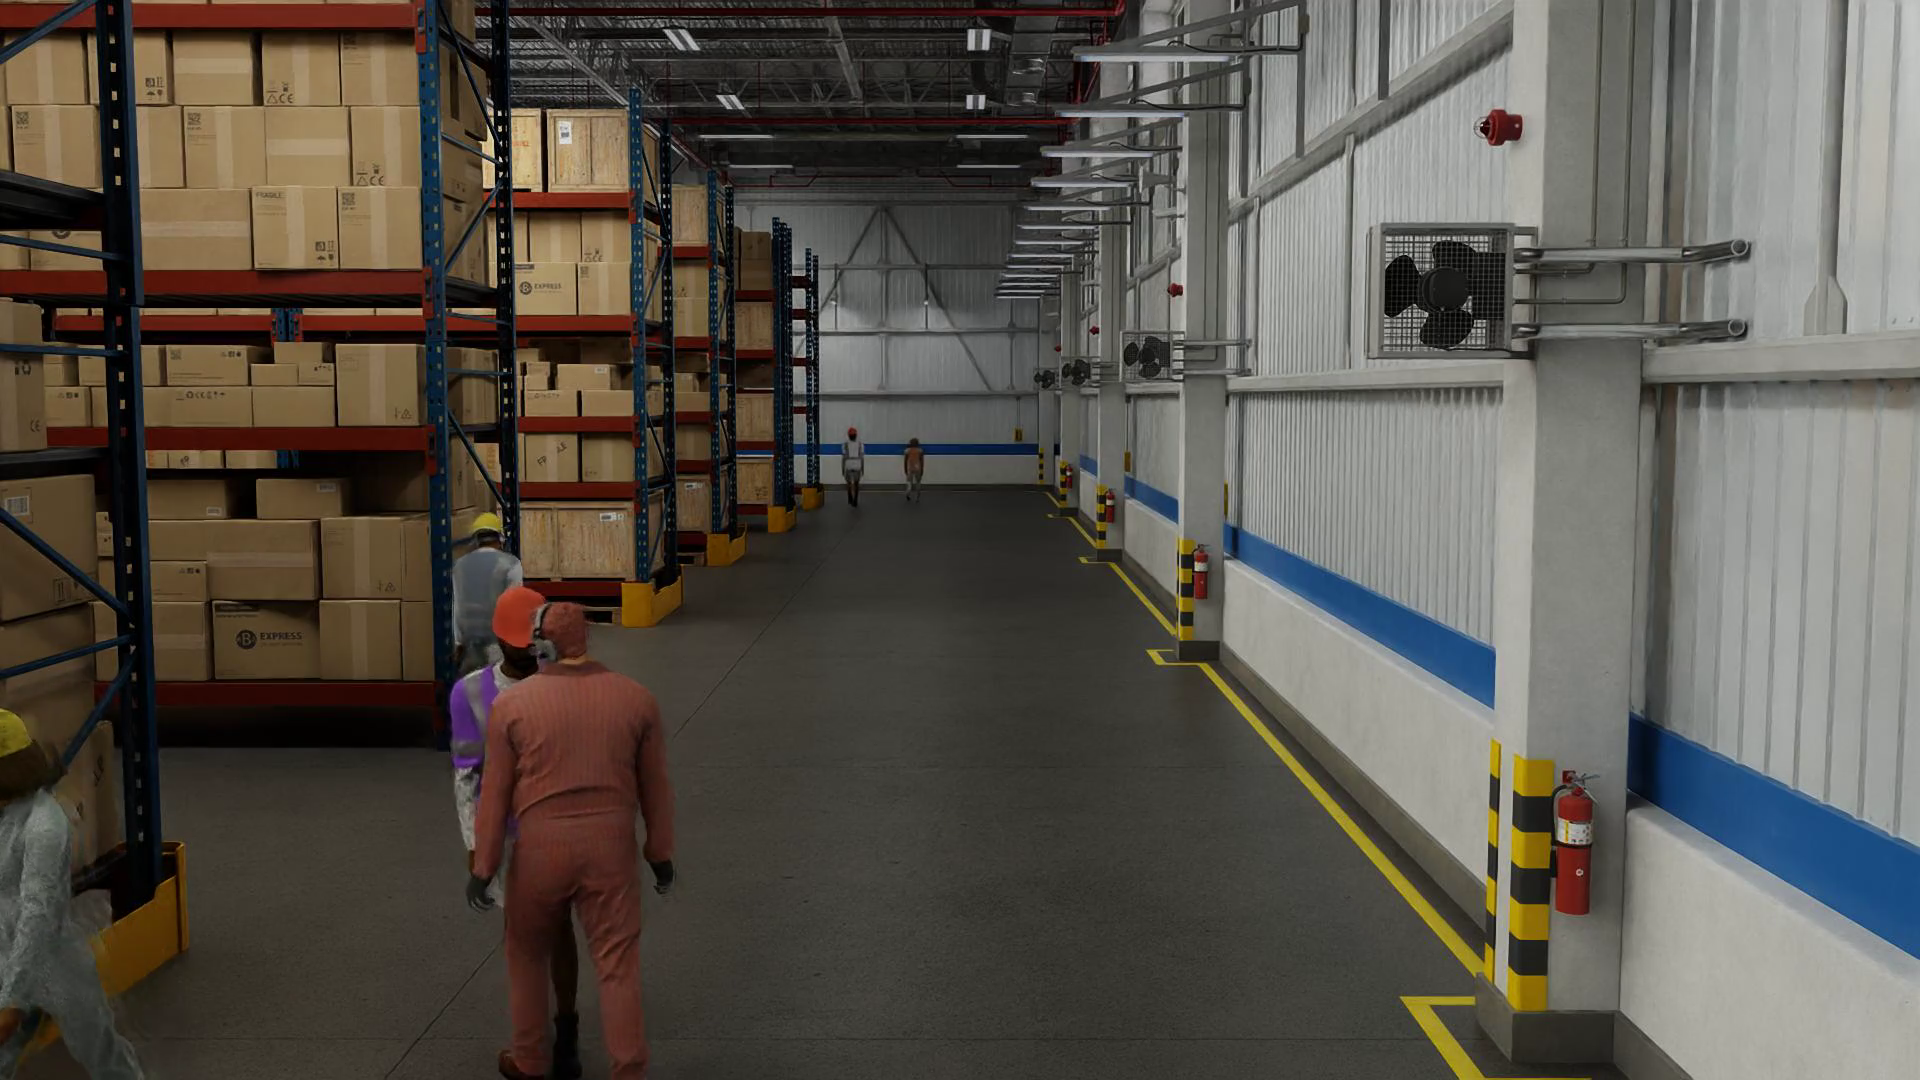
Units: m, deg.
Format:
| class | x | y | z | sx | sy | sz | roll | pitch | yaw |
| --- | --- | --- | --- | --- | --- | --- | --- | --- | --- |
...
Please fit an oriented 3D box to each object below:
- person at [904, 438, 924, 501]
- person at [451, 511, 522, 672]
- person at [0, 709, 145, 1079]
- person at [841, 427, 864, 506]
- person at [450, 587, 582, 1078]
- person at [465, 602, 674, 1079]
| class | x | y | z | sx | sy | sz | roll | pitch | yaw |
| --- | --- | --- | --- | --- | --- | --- | --- | --- | --- |
| person | -1.168 | -1.762 | 41.764 | 0.521 | 1.623 | 0.653 | 1 | 5 | 12 |
| person | -3.468 | 0.696 | 12.090 | 0.620 | 1.791 | 0.720 | 2 | 5 | 20 |
| person | -2.893 | 1.340 | 5.138 | 0.502 | 1.675 | 0.923 | 3 | 6 | 32 |
| person | -2.565 | -1.753 | 39.881 | 0.555 | 1.925 | 0.451 | -1 | 5 | -6 |
| person | -1.685 | 1.128 | 6.473 | 0.557 | 1.897 | 0.758 | -1 | 5 | -14 |
| person | -1.455 | 1.166 | 6.192 | 0.757 | 1.862 | 0.820 | -2 | 5 | -25 |
